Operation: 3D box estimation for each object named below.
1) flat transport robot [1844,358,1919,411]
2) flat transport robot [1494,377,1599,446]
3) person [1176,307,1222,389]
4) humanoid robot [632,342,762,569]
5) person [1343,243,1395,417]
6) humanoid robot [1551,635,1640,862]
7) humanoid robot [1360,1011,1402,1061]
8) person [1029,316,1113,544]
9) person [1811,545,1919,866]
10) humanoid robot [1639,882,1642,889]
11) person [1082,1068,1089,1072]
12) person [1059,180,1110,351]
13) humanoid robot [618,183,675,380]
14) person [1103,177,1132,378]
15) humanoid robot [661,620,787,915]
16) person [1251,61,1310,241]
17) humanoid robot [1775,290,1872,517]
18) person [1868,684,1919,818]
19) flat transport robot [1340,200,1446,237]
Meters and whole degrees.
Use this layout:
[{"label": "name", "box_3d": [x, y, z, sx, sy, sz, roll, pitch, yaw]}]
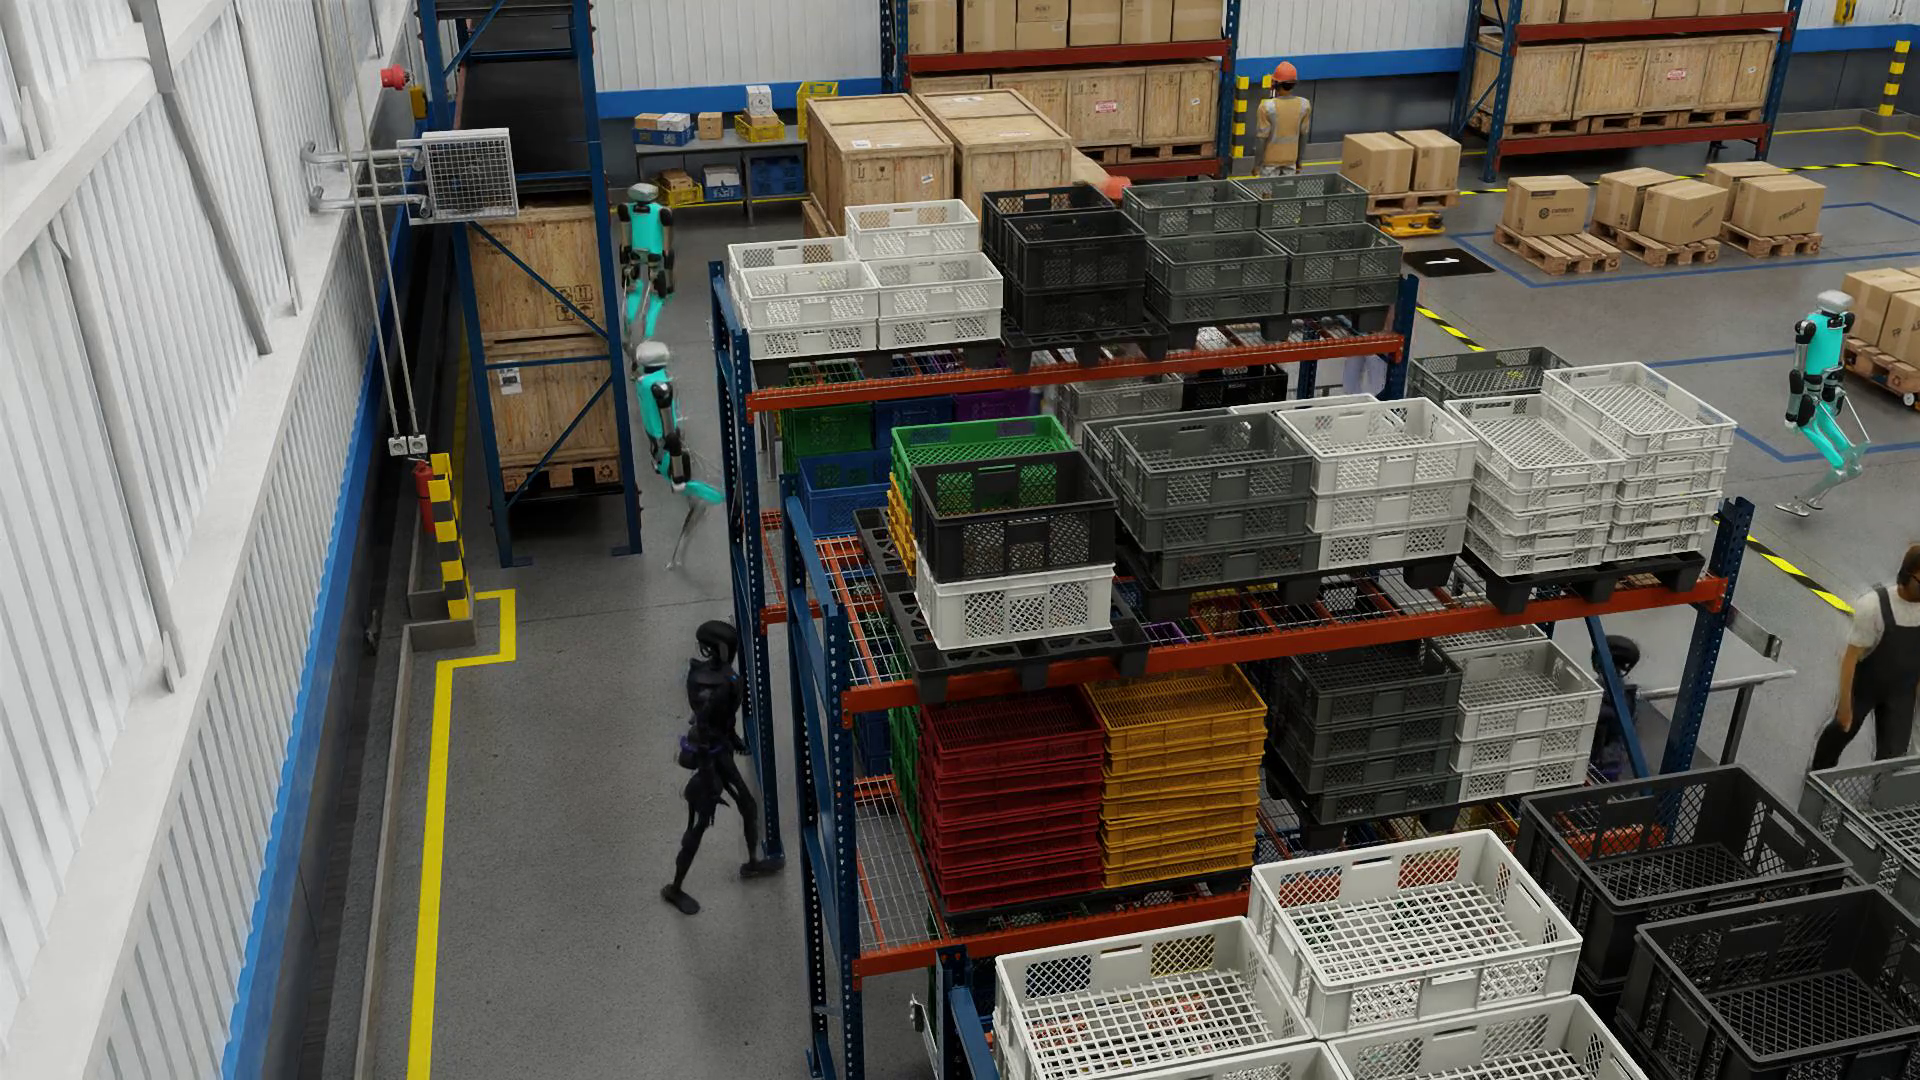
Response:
[{"label": "flat transport robot", "box_3d": [8.481, -1.450, 14.768, 0.652, 0.197, 1.431, -6, 28, -12]}, {"label": "flat transport robot", "box_3d": [4.780, -1.036, 14.013, 0.659, 0.231, 1.431, -6, 28, -12]}, {"label": "person", "box_3d": [1.753, -1.048, 12.287, 0.639, 1.897, 0.600, 11, 30, 20]}, {"label": "humanoid robot", "box_3d": [-1.769, -0.590, 11.623, 0.930, 1.779, 0.553, -14, 31, -25]}, {"label": "person", "box_3d": [3.337, -1.582, 13.462, 0.638, 1.739, 0.539, -22, 35, -35]}, {"label": "humanoid robot", "box_3d": [3.207, 1.189, 8.291, 0.585, 1.636, 0.584, 11, 30, 20]}, {"label": "humanoid robot", "box_3d": [1.725, 2.322, 6.110, 0.891, 1.809, 0.548, -1, 28, -2]}, {"label": "person", "box_3d": [0.782, -0.781, 11.629, 0.613, 2.040, 0.389, 10, 29, 18]}, {"label": "person", "box_3d": [4.899, 0.843, 8.805, 0.525, 1.786, 0.970, 0, 28, 1]}, {"label": "humanoid robot", "box_3d": [2.224, 1.950, 6.628, 0.735, 1.677, 0.533, 9, 29, 16]}, {"label": "person", "box_3d": [0.362, 2.458, 5.691, 0.524, 1.856, 0.365, -4, 28, -7]}, {"label": "person", "box_3d": [1.128, -2.310, 14.796, 0.734, 1.797, 0.625, -24, 36, -37]}, {"label": "humanoid robot", "box_3d": [-2.840, -2.157, 14.596, 0.530, 1.799, 0.795, 10, 29, 18]}, {"label": "person", "box_3d": [1.383, -2.199, 14.459, 0.739, 1.908, 0.569, 2, 28, 3]}, {"label": "humanoid robot", "box_3d": [-1.246, 1.111, 8.440, 0.619, 1.634, 0.608, 3, 28, 5]}, {"label": "person", "box_3d": [3.435, -4.120, 17.959, 0.608, 2.048, 0.363, -8, 29, -15]}, {"label": "humanoid robot", "box_3d": [6.374, -0.936, 12.108, 0.533, 1.673, 0.735, -14, 31, -25]}, {"label": "person", "box_3d": [5.341, 0.756, 8.924, 0.562, 1.841, 0.392, 0, 28, 1]}, {"label": "flat transport robot", "box_3d": [4.998, -3.827, 19.278, 0.652, 0.197, 1.431, -6, 28, -12]}]
